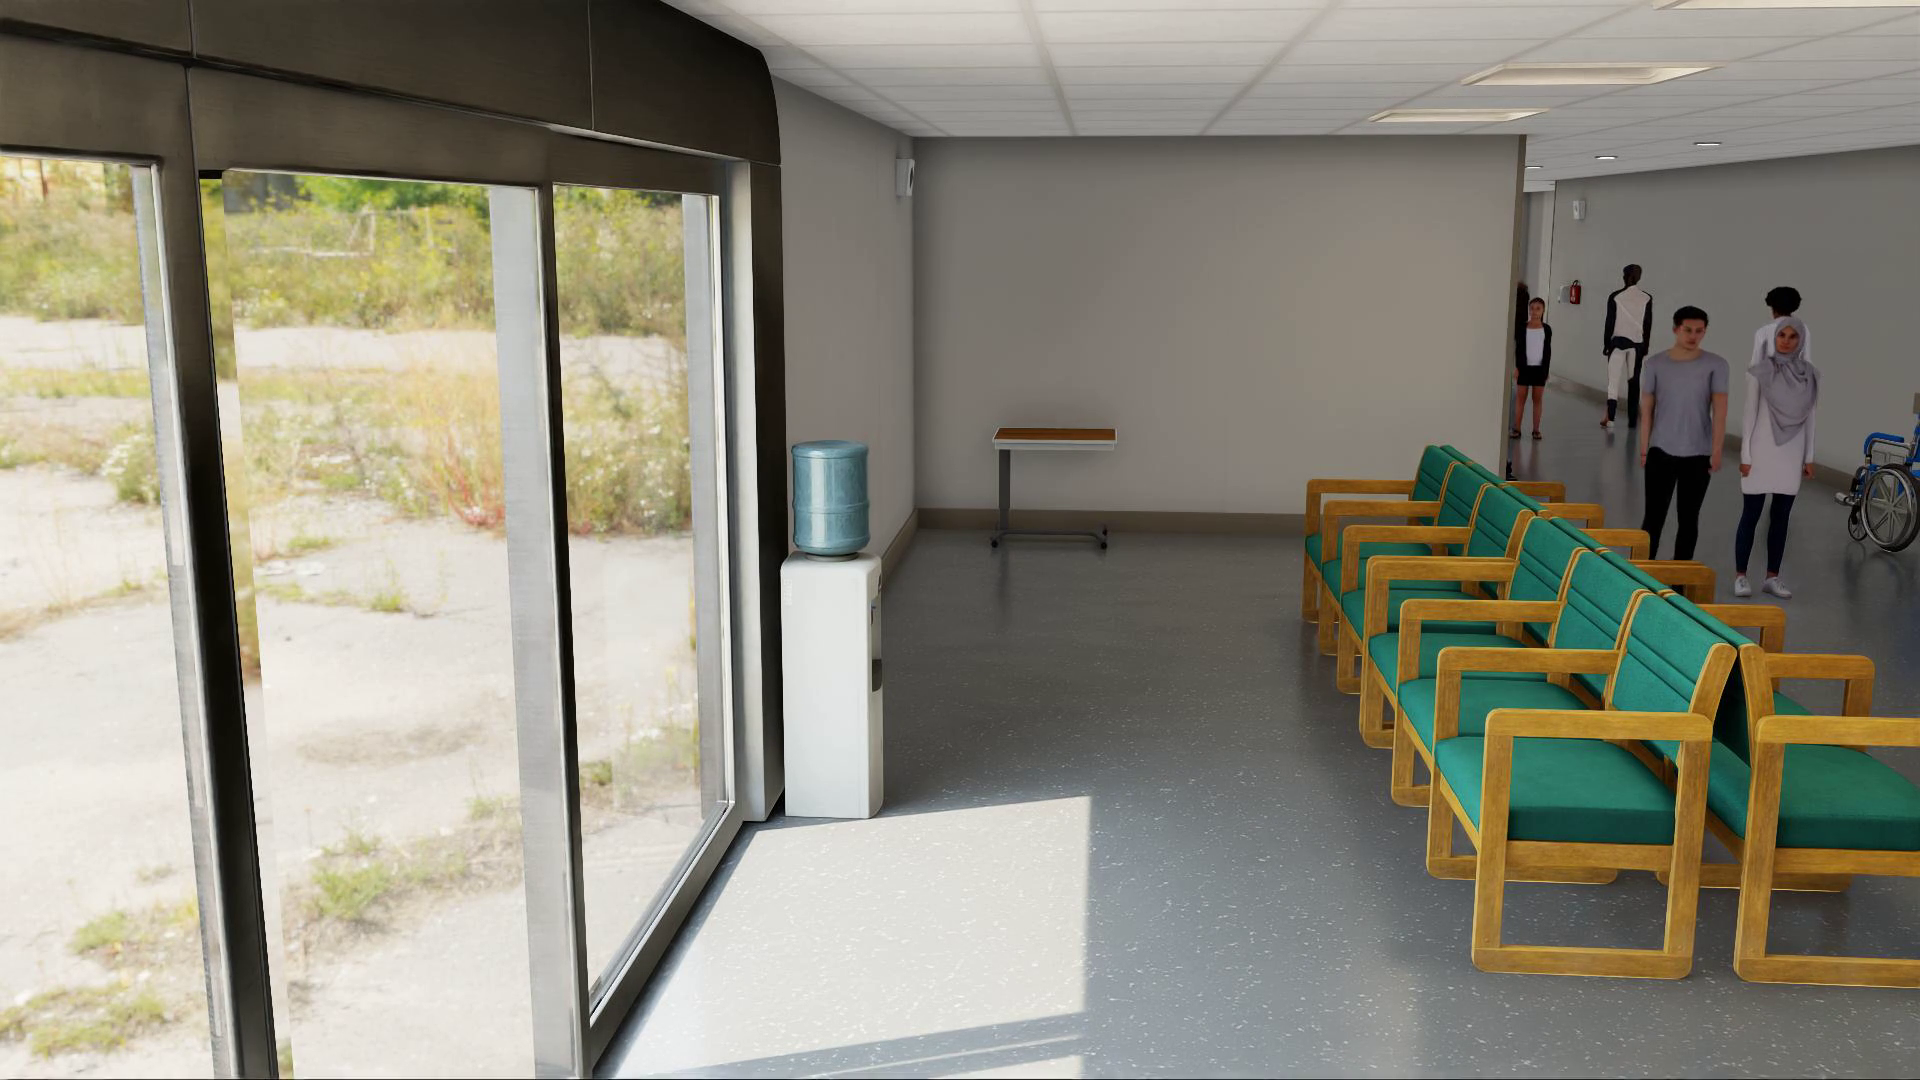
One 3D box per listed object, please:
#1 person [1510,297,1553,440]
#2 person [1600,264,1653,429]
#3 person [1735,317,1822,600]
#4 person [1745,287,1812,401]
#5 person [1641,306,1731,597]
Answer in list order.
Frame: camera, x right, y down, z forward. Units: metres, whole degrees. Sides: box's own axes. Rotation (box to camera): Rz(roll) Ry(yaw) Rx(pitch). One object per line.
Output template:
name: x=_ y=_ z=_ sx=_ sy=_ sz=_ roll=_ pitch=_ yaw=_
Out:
person: x=6.360 y=-1.913 z=18.471 sx=0.549 sy=1.555 sz=0.652 roll=4 pitch=11 yaw=19
person: x=7.784 y=-2.264 z=19.421 sx=0.530 sy=1.889 sz=0.743 roll=2 pitch=11 yaw=8
person: x=5.165 y=-0.523 z=10.553 sx=0.460 sy=1.776 sz=0.662 roll=1 pitch=11 yaw=6
person: x=7.343 y=-1.339 z=14.820 sx=0.721 sy=1.788 sz=0.712 roll=1 pitch=11 yaw=6
person: x=4.526 y=-0.519 z=10.404 sx=1.138 sy=1.824 sz=0.985 roll=5 pitch=12 yaw=27
